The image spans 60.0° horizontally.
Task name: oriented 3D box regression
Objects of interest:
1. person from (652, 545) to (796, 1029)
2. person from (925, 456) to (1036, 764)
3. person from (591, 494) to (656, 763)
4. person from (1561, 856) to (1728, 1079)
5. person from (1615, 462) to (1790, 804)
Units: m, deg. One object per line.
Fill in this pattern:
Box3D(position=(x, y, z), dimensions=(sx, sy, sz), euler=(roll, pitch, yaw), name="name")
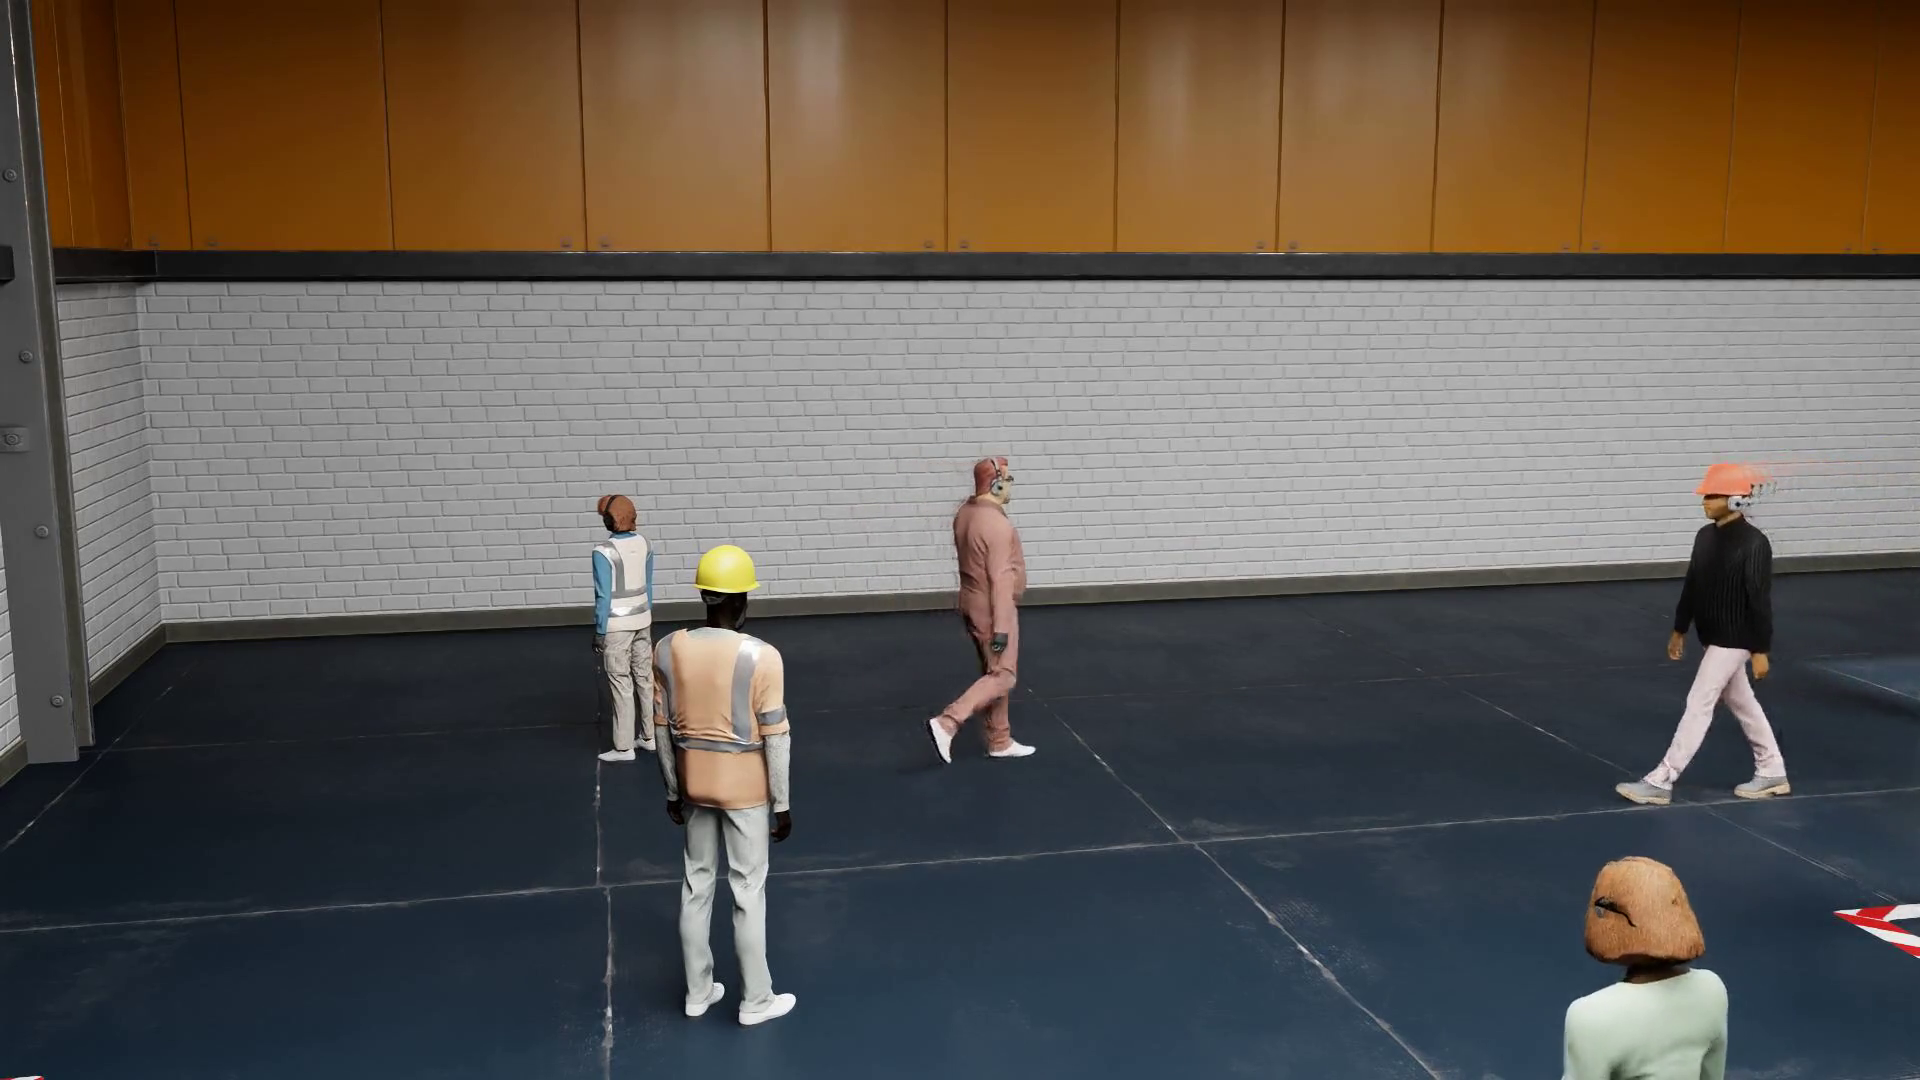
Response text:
Box3D(position=(-0.925, 0.974, 6.587), dimensions=(0.589, 1.927, 0.368), euler=(4, 10, 22), name="person")
Box3D(position=(0.126, 0.437, 9.985), dimensions=(0.707, 1.886, 0.650), euler=(-4, 10, -22), name="person")
Box3D(position=(-2.047, 0.536, 10.130), dimensions=(0.311, 1.638, 0.523), euler=(5, 10, 27), name="person")
Box3D(position=(1.596, 1.554, 3.973), dimensions=(0.505, 1.624, 0.289), euler=(-5, 11, -28), name="person")
Box3D(position=(4.248, 0.525, 9.310), dimensions=(1.049, 1.941, 0.633), euler=(0, 9, -2), name="person")
